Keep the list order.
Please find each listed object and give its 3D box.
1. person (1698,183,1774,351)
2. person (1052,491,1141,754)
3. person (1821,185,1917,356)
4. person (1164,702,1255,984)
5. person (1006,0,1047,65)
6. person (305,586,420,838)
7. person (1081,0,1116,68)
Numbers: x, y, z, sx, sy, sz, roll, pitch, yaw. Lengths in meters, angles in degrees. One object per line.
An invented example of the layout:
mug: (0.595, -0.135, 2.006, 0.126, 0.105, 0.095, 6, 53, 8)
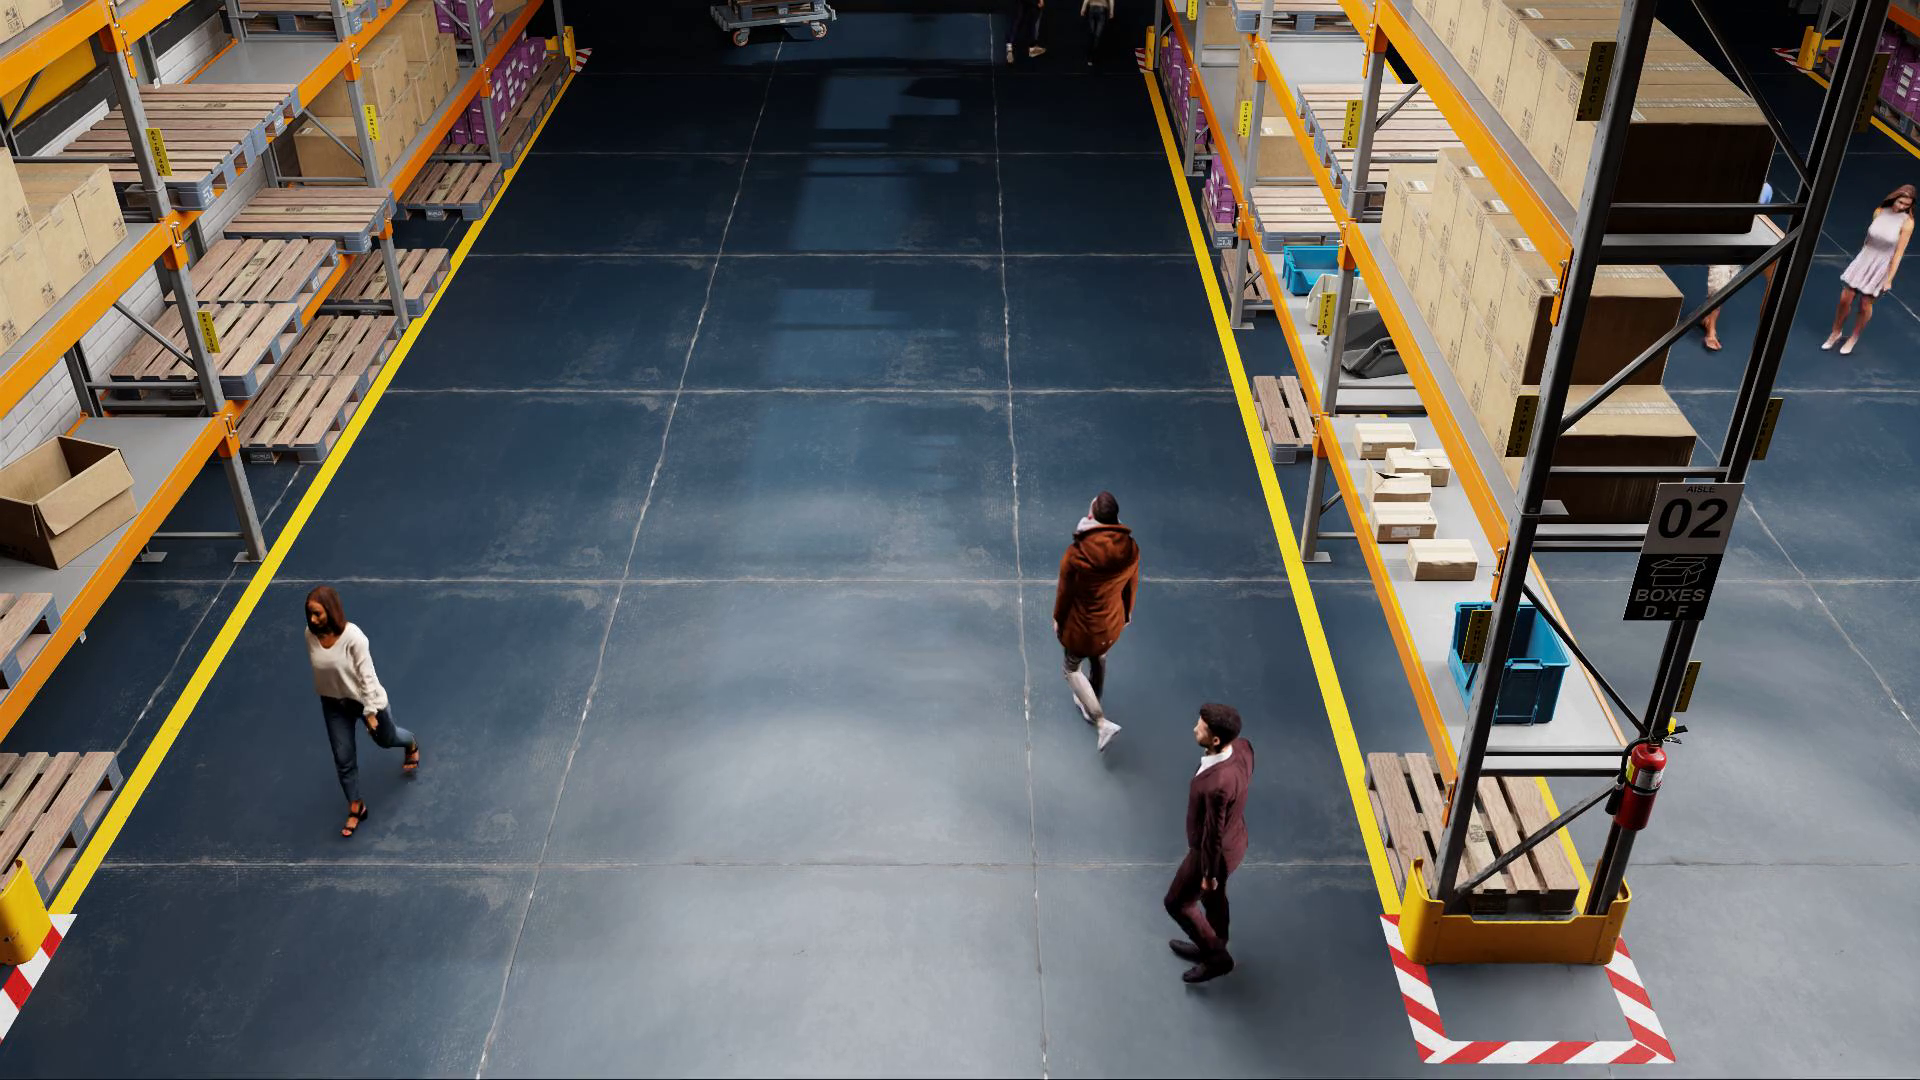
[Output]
person: (7.184, -2.790, 15.579, 0.675, 1.844, 0.916, -3, 34, -5)
person: (0.879, 0.548, 10.579, 0.960, 1.819, 1.107, -15, 36, -21)
person: (8.339, -2.458, 15.182, 0.803, 1.730, 0.736, -12, 36, -18)
person: (1.440, 1.646, 8.895, 0.876, 1.854, 0.773, 16, 37, 23)
person: (0.893, -7.356, 22.434, 1.105, 1.859, 1.265, 20, 39, 28)
person: (-3.629, 0.945, 10.132, 0.778, 1.652, 1.095, 8, 34, 11)
person: (1.847, -7.095, 22.420, 0.866, 1.441, 1.035, 14, 36, 20)
